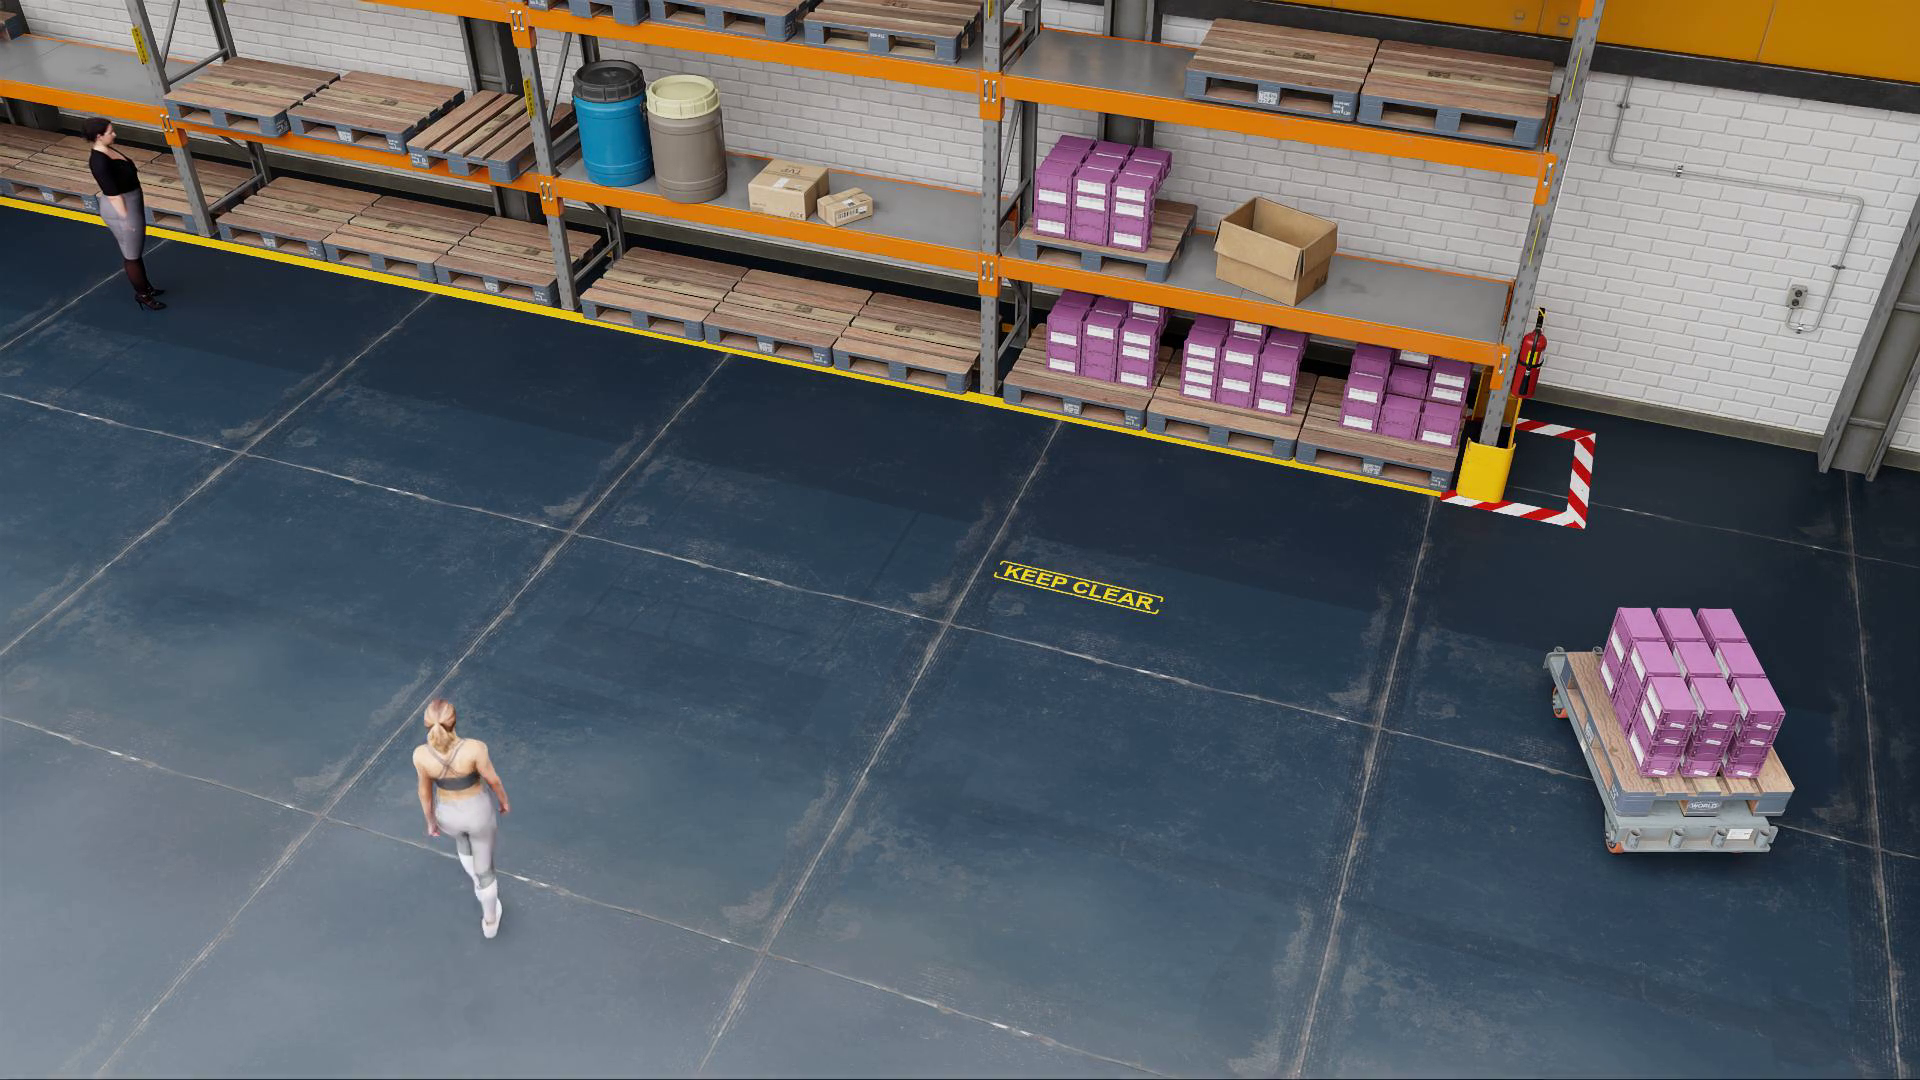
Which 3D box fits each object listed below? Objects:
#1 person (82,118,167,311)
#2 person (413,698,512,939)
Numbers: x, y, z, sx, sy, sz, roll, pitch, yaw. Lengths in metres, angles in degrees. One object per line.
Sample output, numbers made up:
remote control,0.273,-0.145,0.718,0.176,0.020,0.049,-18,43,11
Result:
person,-7.332,-2.855,14.549,0.825,1.757,0.775,-14,41,-17
person,-2.701,1.570,9.059,0.795,1.694,0.814,-3,39,-4
